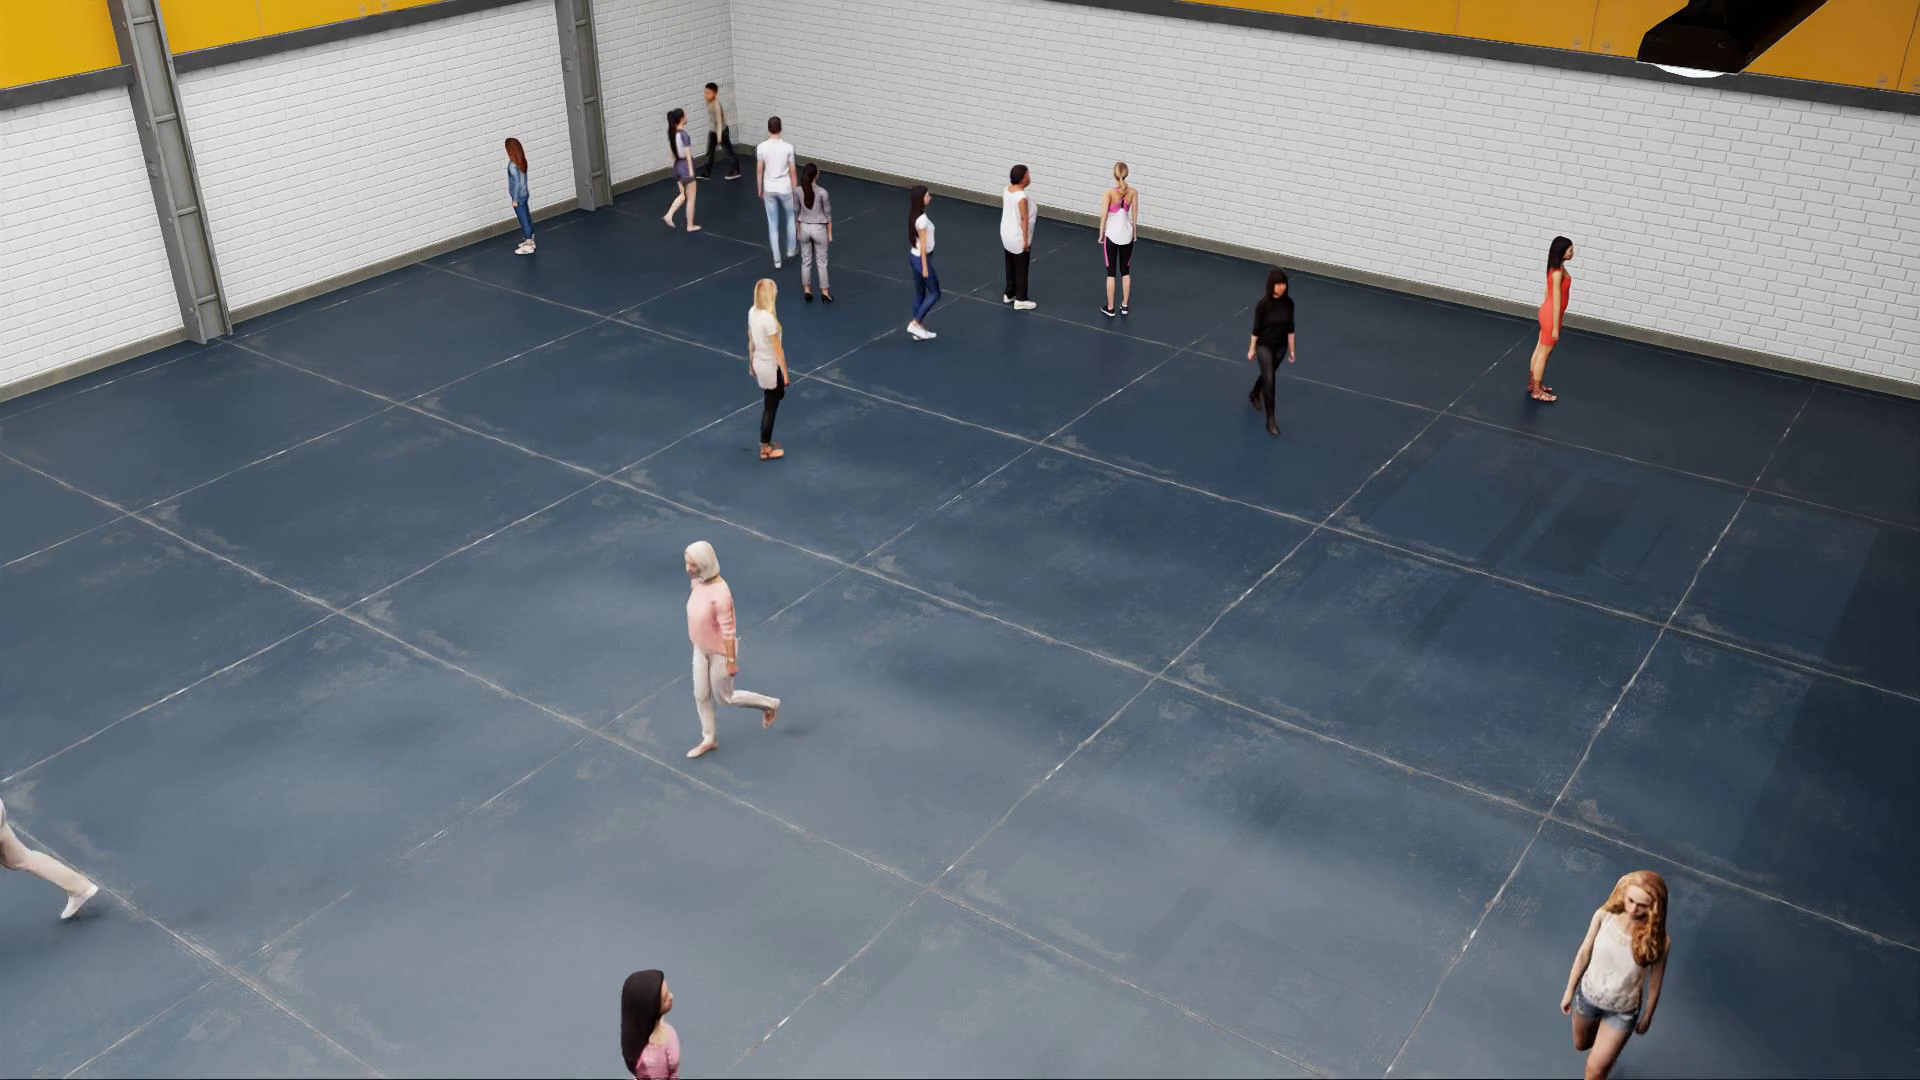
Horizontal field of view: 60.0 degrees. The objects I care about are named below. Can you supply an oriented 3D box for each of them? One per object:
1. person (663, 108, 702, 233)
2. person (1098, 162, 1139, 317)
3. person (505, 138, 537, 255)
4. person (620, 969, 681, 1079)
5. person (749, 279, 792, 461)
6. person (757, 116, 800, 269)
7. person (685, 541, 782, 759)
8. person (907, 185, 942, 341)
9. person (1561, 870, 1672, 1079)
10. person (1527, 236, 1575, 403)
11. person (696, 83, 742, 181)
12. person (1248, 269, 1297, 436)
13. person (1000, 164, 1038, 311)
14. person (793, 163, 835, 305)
[{"bbox_3d":[-3.689,-4.813,21.785,0.802,1.637,0.700,-22,35,-34],"label":"person"},{"bbox_3d":[1.824,-3.471,19.169,0.664,1.786,0.748,-8,30,-14],"label":"person"},{"bbox_3d":[-5.594,-4.393,21.182,0.694,1.477,0.601,0,29,0],"label":"person"},{"bbox_3d":[-1.493,2.714,7.888,0.883,1.730,0.808,-8,30,-14],"label":"person"},{"bbox_3d":[-1.892,-1.568,15.655,0.702,1.809,0.708,-21,35,-33],"label":"person"},{"bbox_3d":[-2.260,-4.272,20.595,0.937,1.826,1.035,0,29,0],"label":"person"},{"bbox_3d":[-1.615,0.731,11.553,1.014,1.702,0.801,-18,33,-29],"label":"person"},{"bbox_3d":[-0.505,-3.038,18.393,0.780,1.767,0.726,-6,29,-11],"label":"person"},{"bbox_3d":[3.362,2.351,8.552,0.688,1.731,1.114,25,37,38],"label":"person"},{"bbox_3d":[6.053,-2.275,17.045,0.722,1.719,0.605,4,29,8],"label":"person"},{"bbox_3d":[-3.420,-5.886,23.975,0.986,1.422,0.697,-22,35,-34],"label":"person"},{"bbox_3d":[3.061,-1.928,16.527,1.097,1.606,1.084,-8,30,-14],"label":"person"},{"bbox_3d":[0.689,-3.560,19.435,0.785,1.687,0.761,-11,31,-20],"label":"person"},{"bbox_3d":[-1.719,-3.590,19.499,0.693,1.678,0.692,8,30,15],"label":"person"}]
